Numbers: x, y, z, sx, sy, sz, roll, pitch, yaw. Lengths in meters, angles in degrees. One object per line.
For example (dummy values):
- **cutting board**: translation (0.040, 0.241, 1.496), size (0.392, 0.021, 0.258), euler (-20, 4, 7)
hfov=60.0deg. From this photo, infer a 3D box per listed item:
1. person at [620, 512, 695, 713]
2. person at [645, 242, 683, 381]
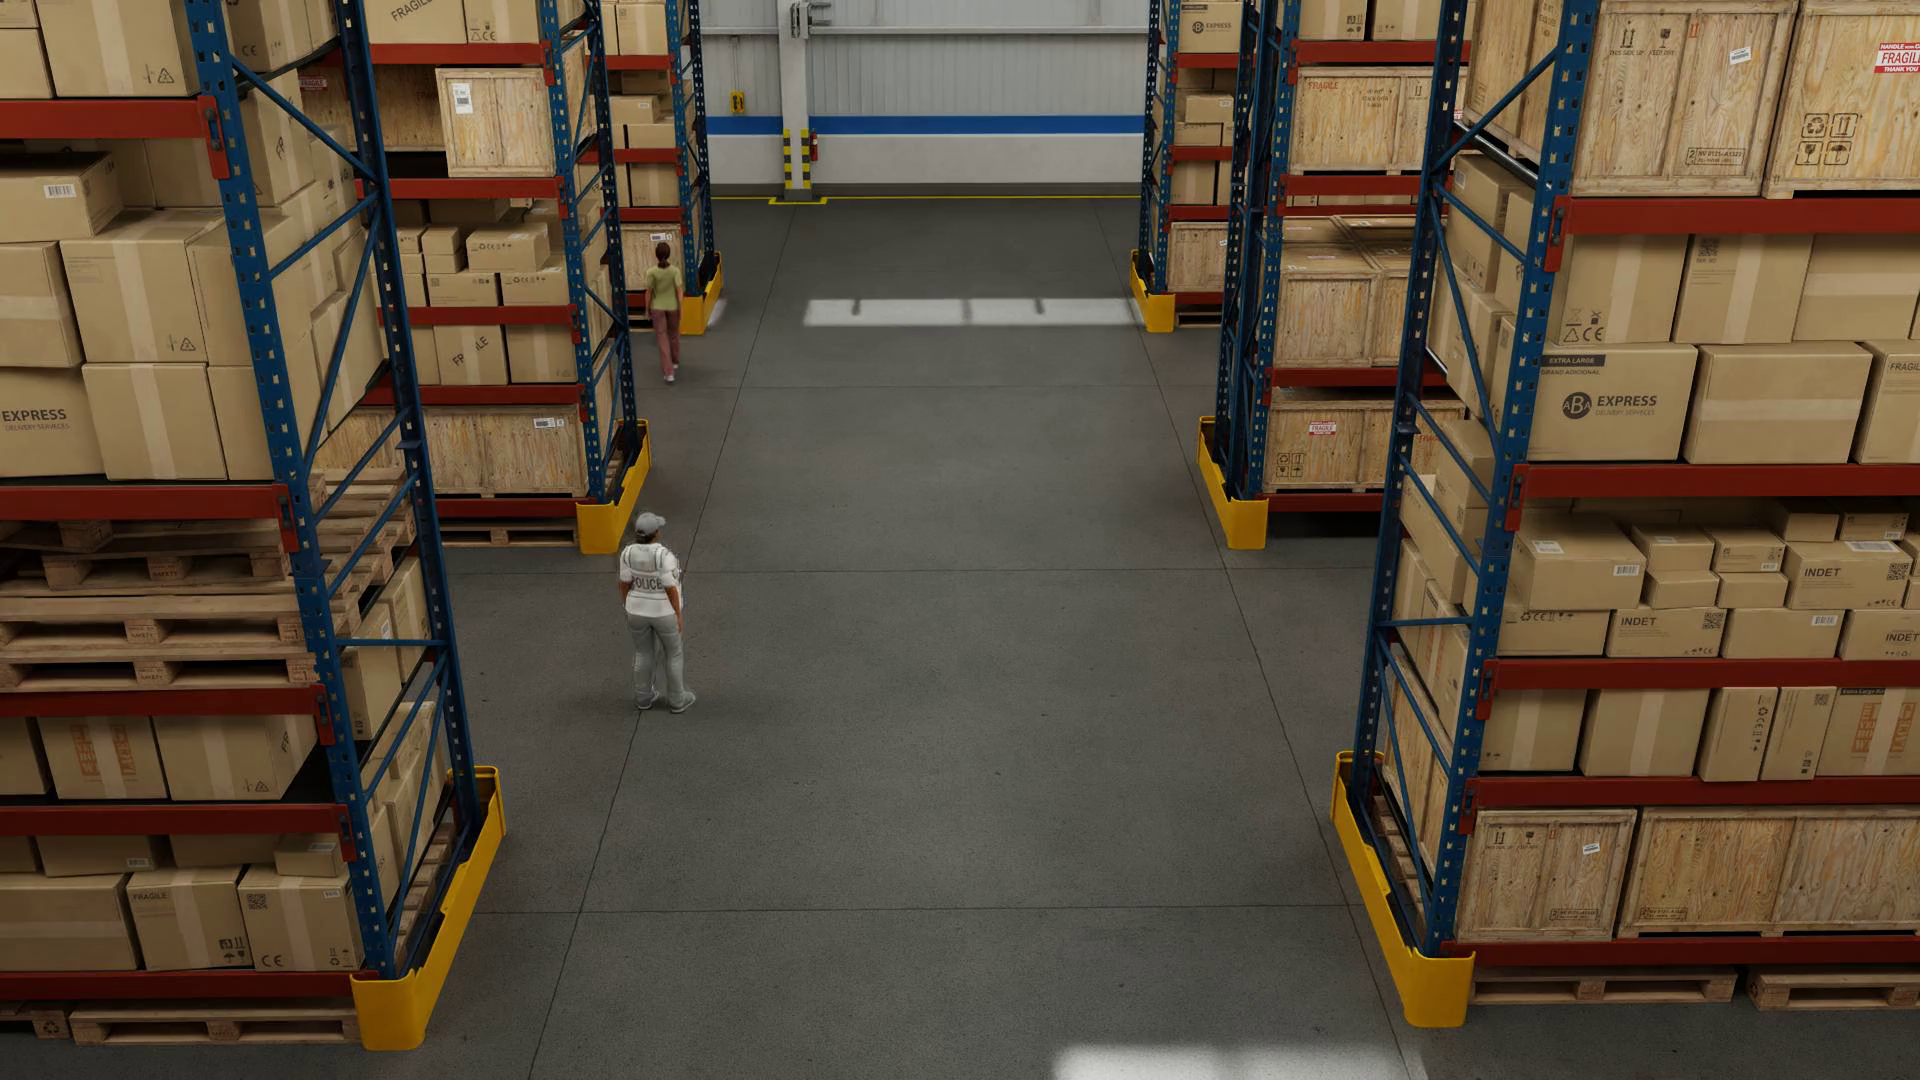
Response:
- **person**: translation (-2.344, 0.554, 12.812), size (0.466, 1.666, 0.388), euler (6, 26, 12)
- **person**: translation (-3.561, -2.780, 19.939), size (0.445, 1.653, 0.803), euler (-9, 27, -18)
